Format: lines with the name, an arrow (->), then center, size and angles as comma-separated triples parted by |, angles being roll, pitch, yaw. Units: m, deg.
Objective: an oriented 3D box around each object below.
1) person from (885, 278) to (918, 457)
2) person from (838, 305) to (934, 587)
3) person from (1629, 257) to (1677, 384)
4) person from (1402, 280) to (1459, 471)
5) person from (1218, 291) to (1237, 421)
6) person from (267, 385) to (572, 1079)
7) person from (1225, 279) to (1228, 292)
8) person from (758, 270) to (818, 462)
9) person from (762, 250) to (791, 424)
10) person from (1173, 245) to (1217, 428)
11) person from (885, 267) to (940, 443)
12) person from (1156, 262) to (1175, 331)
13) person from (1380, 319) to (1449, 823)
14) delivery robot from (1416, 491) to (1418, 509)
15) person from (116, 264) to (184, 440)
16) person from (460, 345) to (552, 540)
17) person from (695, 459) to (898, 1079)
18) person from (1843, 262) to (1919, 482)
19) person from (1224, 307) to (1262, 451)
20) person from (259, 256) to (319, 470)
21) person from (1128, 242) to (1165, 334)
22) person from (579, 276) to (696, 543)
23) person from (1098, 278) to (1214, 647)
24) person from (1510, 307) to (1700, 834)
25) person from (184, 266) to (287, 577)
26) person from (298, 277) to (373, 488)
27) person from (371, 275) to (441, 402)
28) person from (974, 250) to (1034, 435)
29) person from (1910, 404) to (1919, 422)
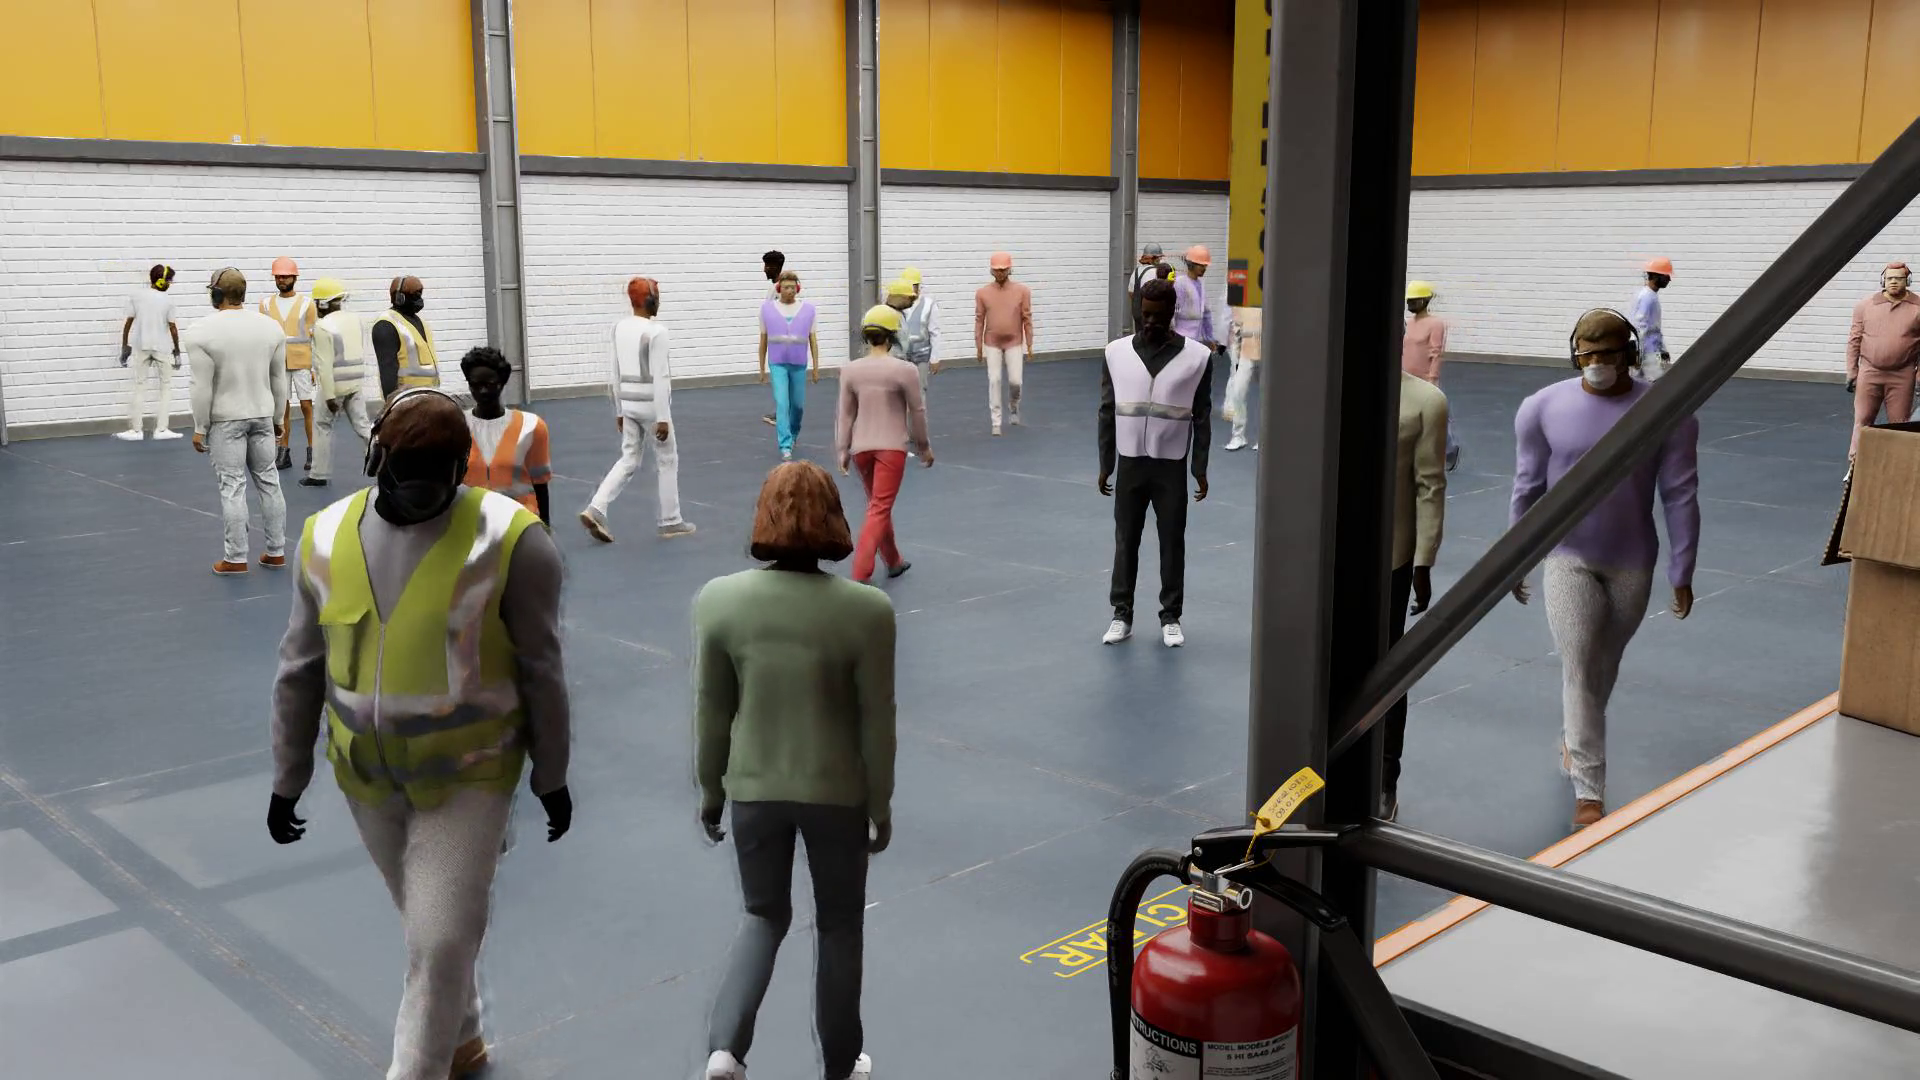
person -> -0.625, -1.631, 15.890 | 0.449, 1.720, 0.517 | 1, 10, 7
person -> -0.470, -0.546, 10.020 | 0.526, 1.720, 0.925 | 6, 12, 28
person -> 7.216, -1.967, 17.243 | 0.801, 1.901, 0.576 | 4, 11, 21
person -> 4.096, -1.428, 14.719 | 0.723, 1.744, 0.524 | -7, 12, -33
person -> 3.251, -2.247, 19.047 | 0.542, 1.806, 0.659 | 8, 13, 38
person -> -1.267, 0.560, 3.755 | 0.667, 1.786, 0.927 | 2, 11, 13
person -> 4.946, -4.093, 29.460 | 0.561, 1.699, 0.458 | 4, 11, 20
person -> -1.652, -1.687, 15.999 | 0.565, 1.811, 0.841 | -2, 11, -13
person -> -2.045, -2.291, 18.846 | 0.368, 1.963, 0.609 | -3, 11, -15
person -> 2.555, -2.239, 18.413 | 0.572, 2.010, 0.644 | 7, 13, 35
person -> -0.520, -1.854, 16.878 | 0.628, 1.803, 0.760 | 2, 11, 9
person -> 2.175, -2.070, 17.994 | 0.507, 1.845, 0.559 | -2, 11, -13
person -> 1.431, 0.050, 6.023 | 0.611, 1.986, 0.393 | 7, 13, 35
delivery robot -> 3.177, -0.406, 12.158 | 0.477, 0.478, 0.707 | 1, 10, 3
person -> -8.522, -1.952, 17.407 | 0.704, 1.816, 0.399 | -1, 10, -5
person -> -2.103, -0.053, 7.497 | 0.540, 1.671, 0.805 | -2, 11, -10
person -> -0.413, 0.627, 3.905 | 0.496, 1.616, 0.551 | 2, 11, 13
person -> 7.951, -1.423, 14.273 | 0.649, 1.907, 0.409 | 6, 12, 30
person -> 2.901, -1.802, 16.361 | 0.588, 1.904, 0.722 | 7, 12, 32
person -> -6.092, -1.601, 15.143 | 0.545, 1.942, 0.354 | -1, 10, -4
person -> 2.677, -3.111, 23.106 | 0.538, 2.000, 0.689 | -5, 12, -26
person -> -2.252, -0.898, 11.561 | 0.584, 1.858, 0.860 | 9, 13, 39
person -> 1.011, -0.400, 8.678 | 0.587, 1.914, 0.391 | 2, 11, 11
person -> 2.379, 0.076, 6.199 | 0.650, 1.883, 1.001 | 3, 11, 15
person -> -4.522, -0.737, 10.441 | 0.372, 1.940, 0.632 | 8, 13, 38
person -> -5.150, -1.307, 13.957 | 0.889, 1.798, 0.594 | 3, 11, 18
person -> -4.087, -1.042, 12.376 | 0.429, 1.839, 0.634 | 1, 10, 8
person -> 0.467, -2.105, 17.800 | 0.649, 1.973, 0.555 | 1, 10, 6
person -> 3.580, 0.130, 5.785 | 0.779, 1.918, 0.633 | -10, 15, -44
